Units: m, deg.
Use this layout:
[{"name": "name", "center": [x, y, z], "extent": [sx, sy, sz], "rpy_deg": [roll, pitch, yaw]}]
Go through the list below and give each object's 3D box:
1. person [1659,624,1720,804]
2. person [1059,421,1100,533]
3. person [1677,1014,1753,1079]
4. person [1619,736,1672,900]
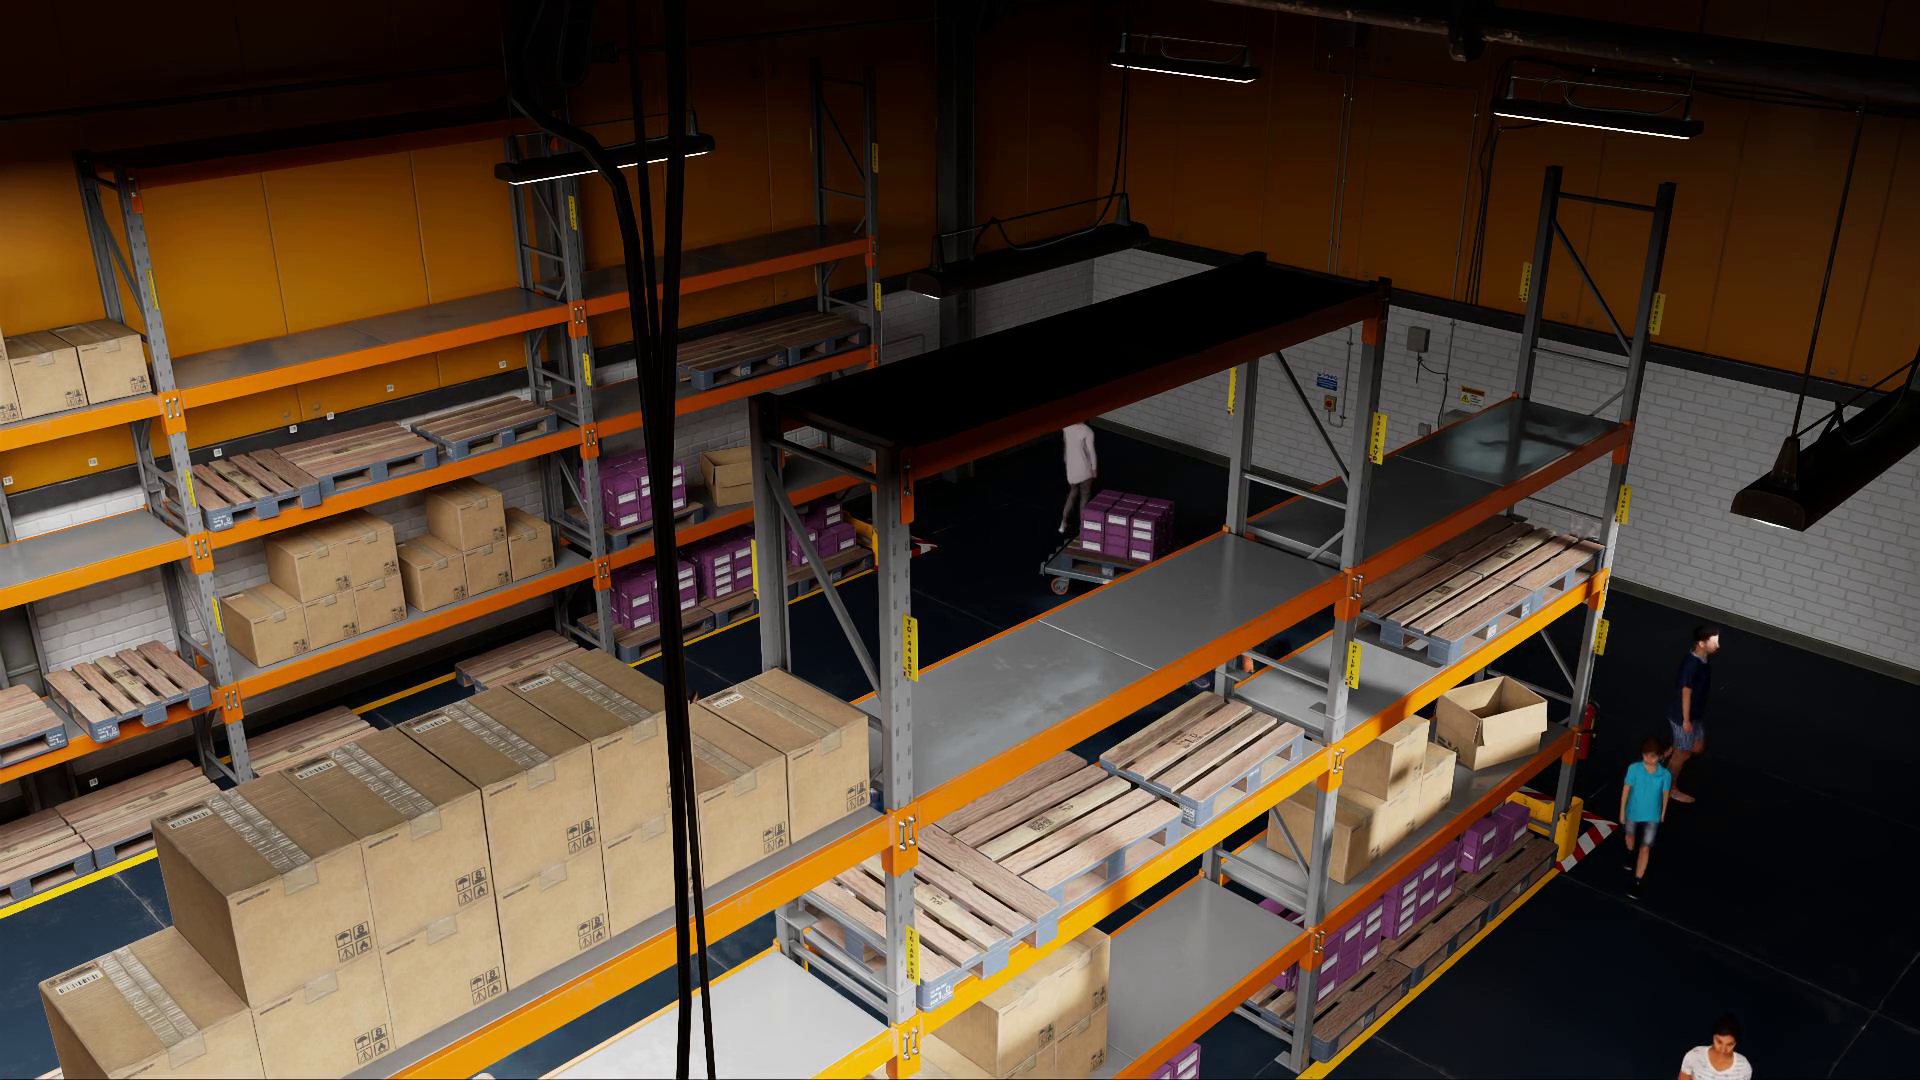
[{"name": "person", "center": [6.673, 1.584, 15.464], "extent": [0.700, 1.831, 0.712], "rpy_deg": [18, 29, 35]}, {"name": "person", "center": [1.504, -0.918, 21.172], "extent": [0.686, 1.843, 0.675], "rpy_deg": [-21, 31, -39]}, {"name": "person", "center": [4.839, 3.731, 10.830], "extent": [0.893, 1.609, 1.175], "rpy_deg": [9, 25, 20]}, {"name": "person", "center": [5.884, 2.303, 14.345], "extent": [0.709, 1.410, 1.024], "rpy_deg": [12, 26, 26]}]
